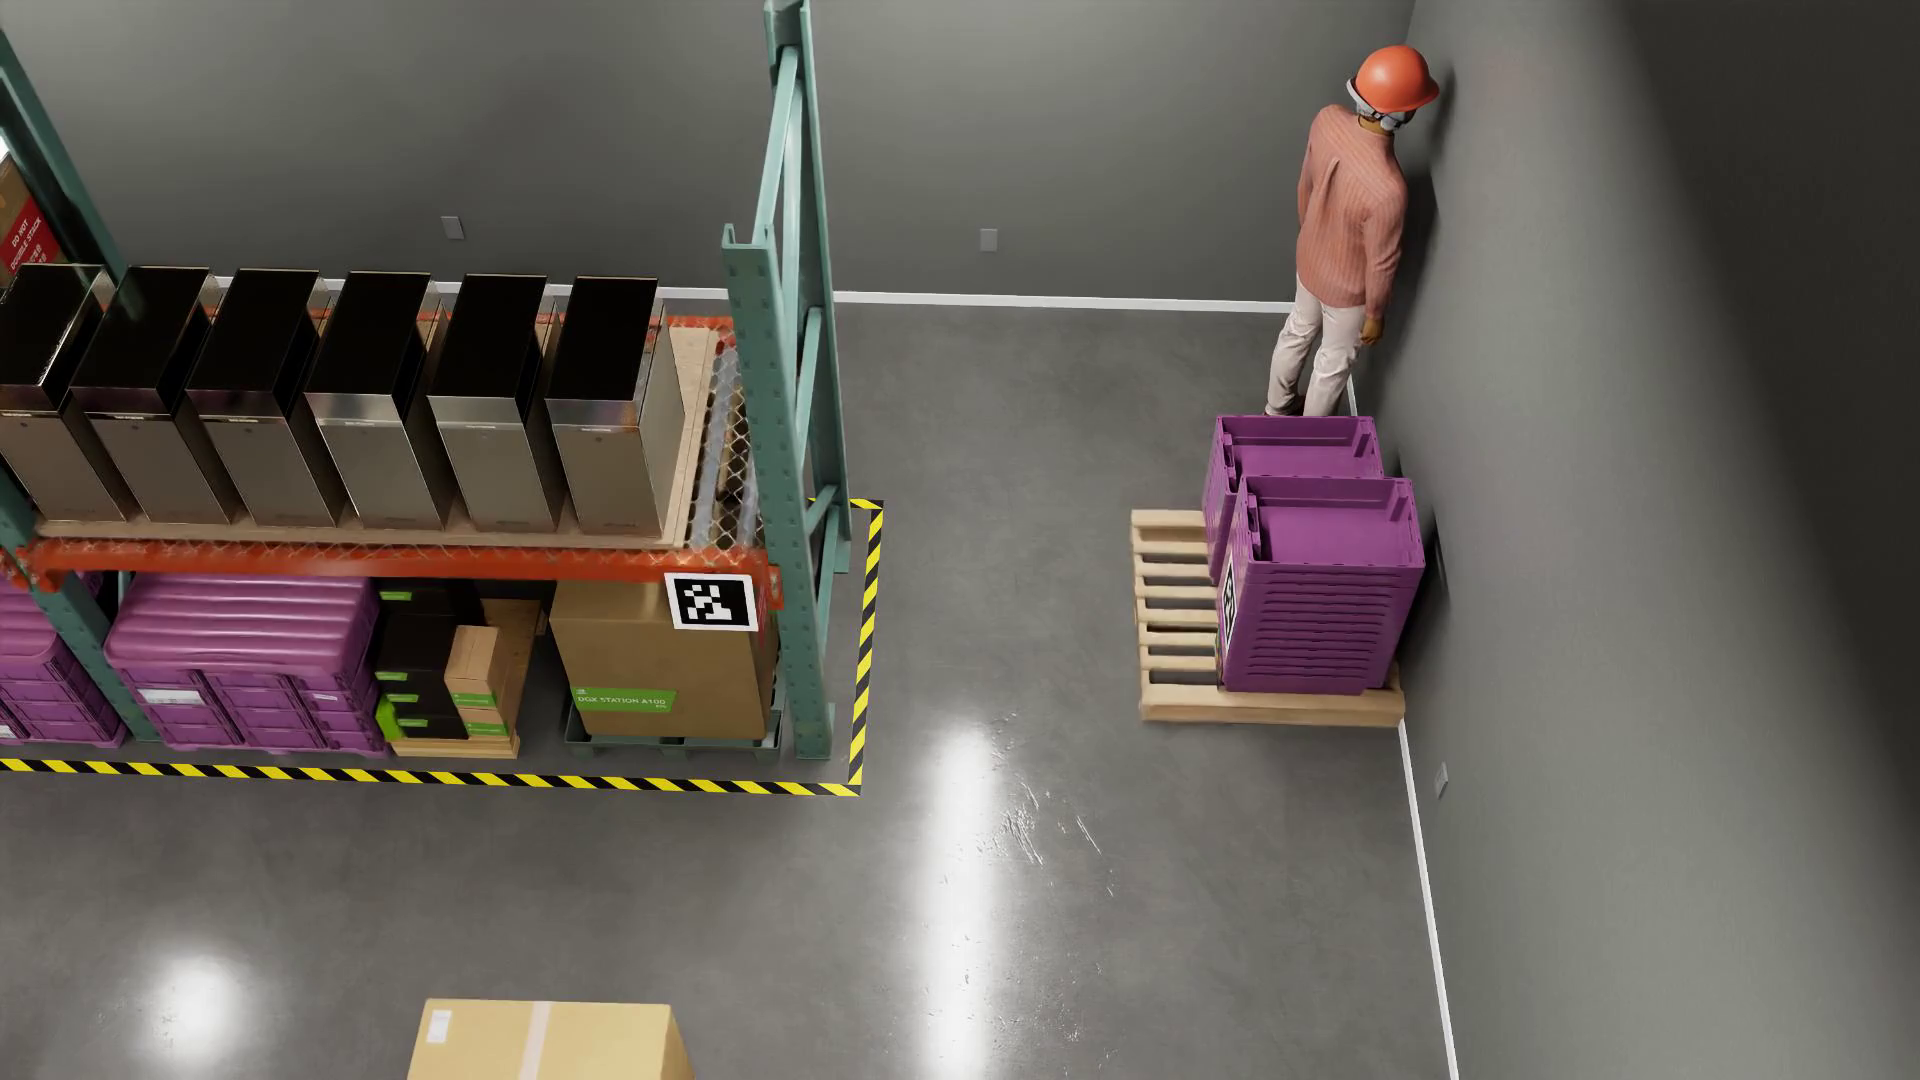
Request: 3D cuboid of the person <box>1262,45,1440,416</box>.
[{"bbox_3d":[1.501,-1.058,6.490,0.378,1.995,0.609,-17,54,-13],"label":"person"}]
